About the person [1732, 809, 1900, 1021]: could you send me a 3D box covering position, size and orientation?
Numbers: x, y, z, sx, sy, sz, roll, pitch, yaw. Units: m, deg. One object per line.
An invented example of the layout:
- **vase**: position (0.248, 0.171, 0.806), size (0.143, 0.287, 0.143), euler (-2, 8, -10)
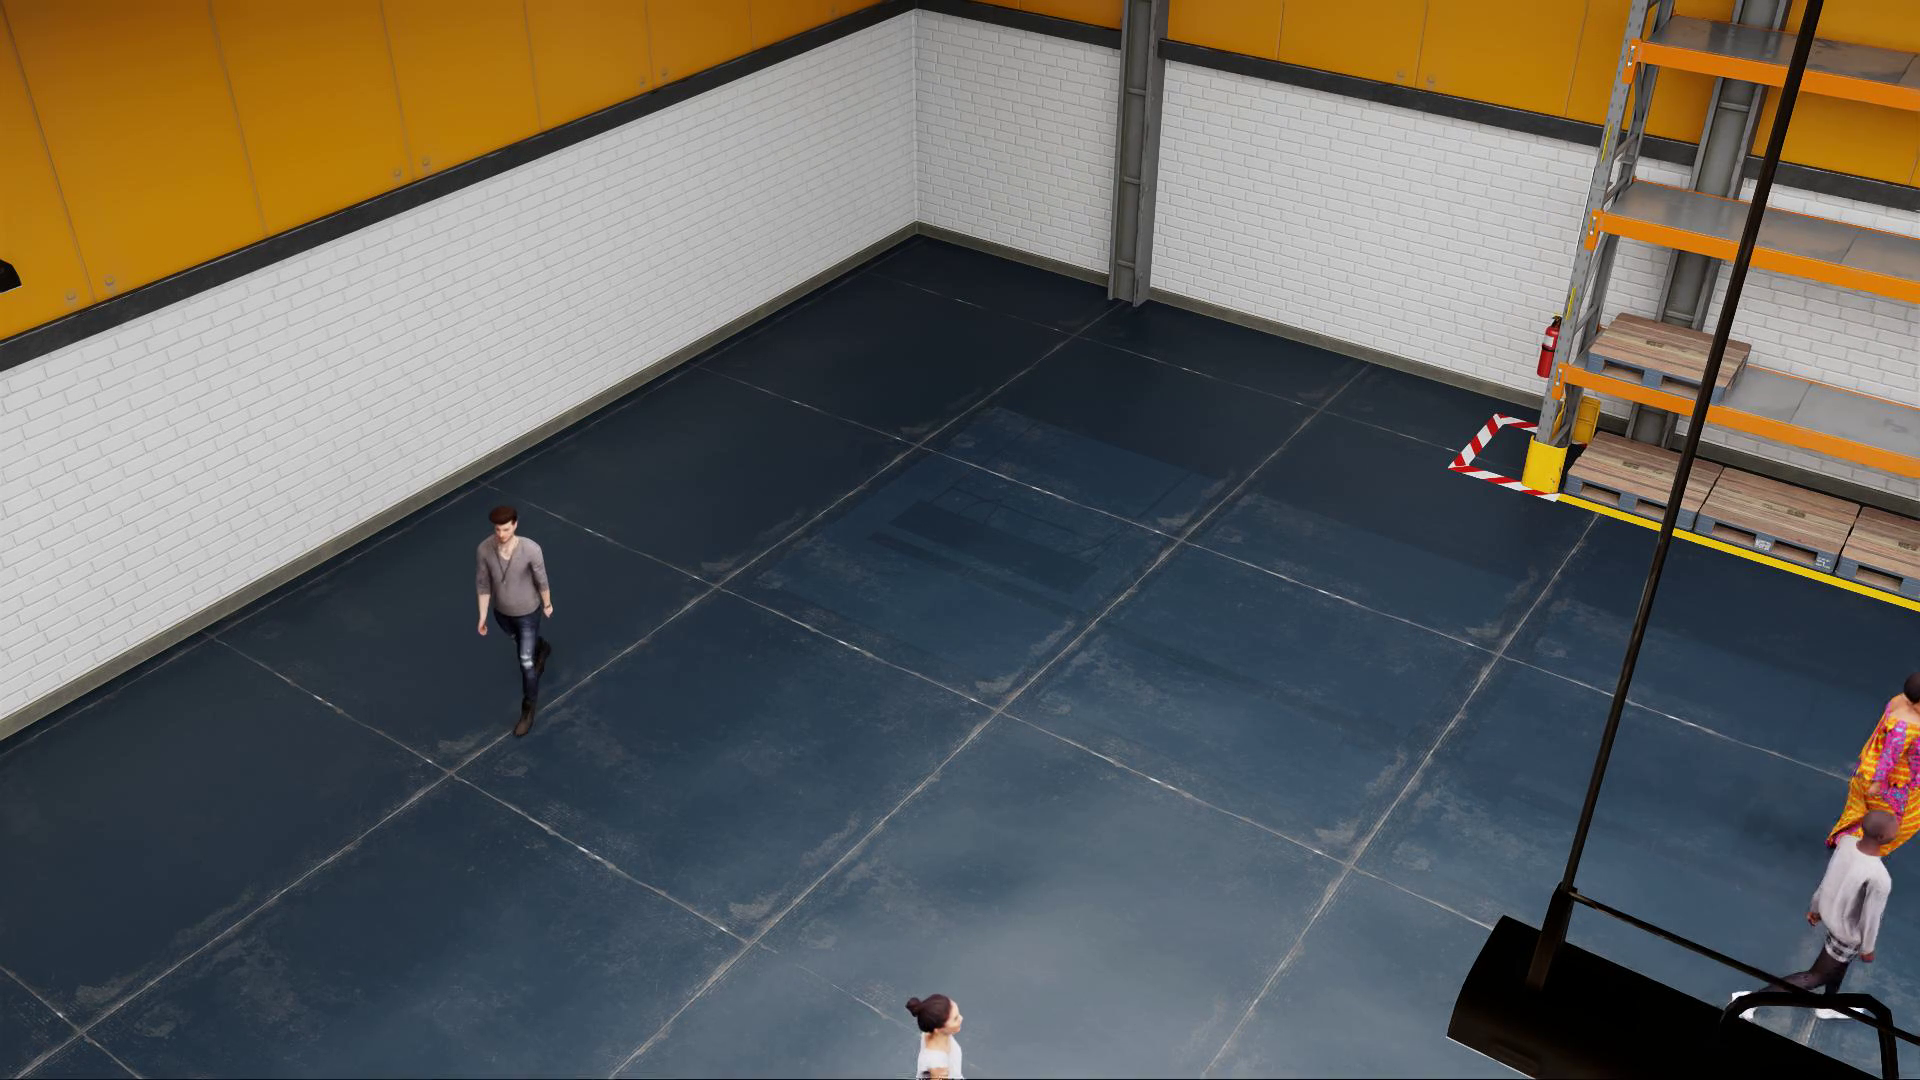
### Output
- **person**: position (5.290, 2.357, 10.155), size (1.202, 1.745, 1.026), euler (0, 34, 1)

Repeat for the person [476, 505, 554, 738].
- **person**: position (-3.395, 0.483, 12.871), size (1.276, 1.860, 1.071), euler (6, 34, 9)

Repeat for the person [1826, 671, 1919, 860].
- **person**: position (6.340, 1.553, 11.444), size (0.767, 1.658, 0.695), euler (15, 37, 22)

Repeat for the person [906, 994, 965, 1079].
- **person**: position (-0.204, 3.105, 9.182), size (1.078, 1.577, 0.935), euler (0, 34, -1)
